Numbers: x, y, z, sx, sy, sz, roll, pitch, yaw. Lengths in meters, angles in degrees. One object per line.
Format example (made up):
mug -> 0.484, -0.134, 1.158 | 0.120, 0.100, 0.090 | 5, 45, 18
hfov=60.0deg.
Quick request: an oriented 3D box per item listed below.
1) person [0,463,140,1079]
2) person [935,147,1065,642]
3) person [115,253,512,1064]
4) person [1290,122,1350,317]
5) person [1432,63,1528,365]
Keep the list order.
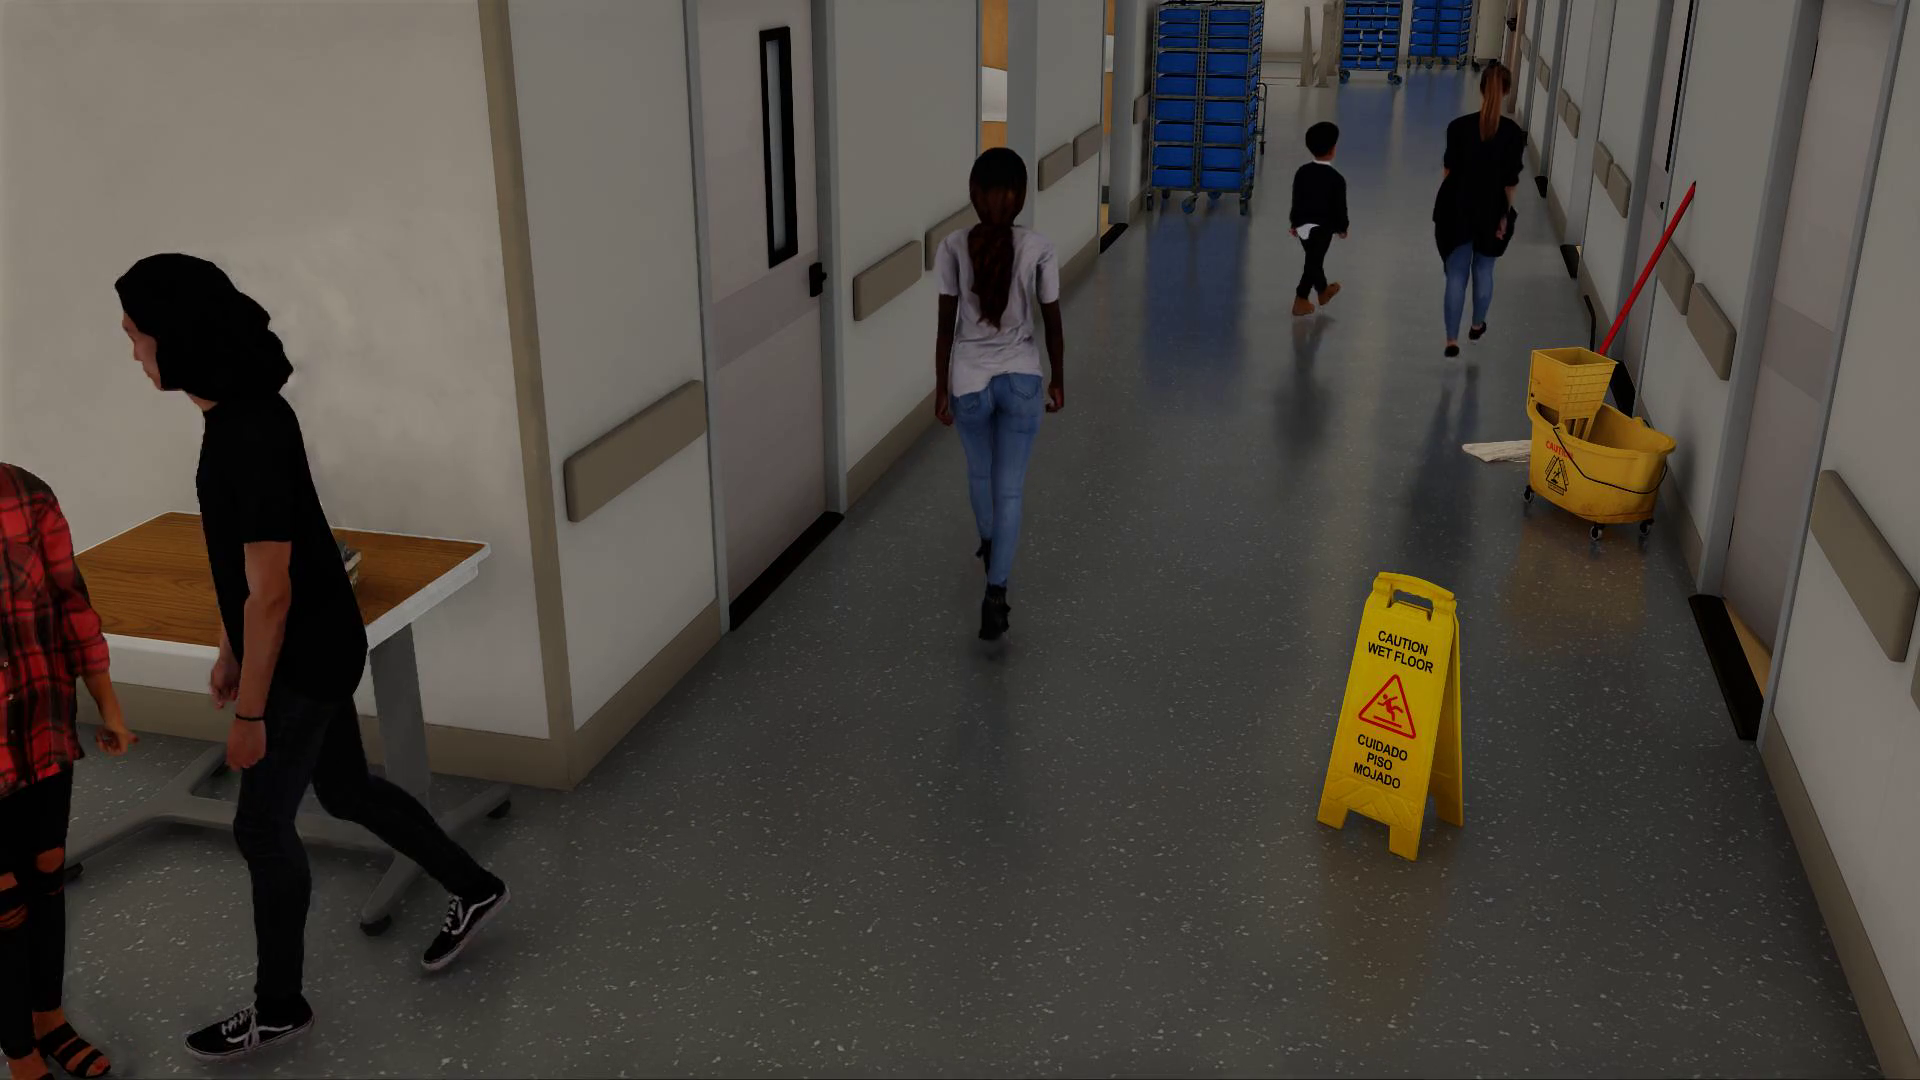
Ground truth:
person -> -2.091, 0.406, 3.494 | 0.770, 1.692, 0.695 | 11, 23, 26
person -> 0.127, -0.470, 5.836 | 0.743, 1.673, 1.180 | 2, 21, 5
person -> -1.419, 0.243, 3.772 | 1.065, 1.789, 1.046 | -12, 24, -29
person -> 2.246, -2.014, 10.587 | 0.744, 1.194, 0.893 | 19, 28, 41
person -> 2.873, -1.726, 9.374 | 0.629, 1.515, 0.641 | 8, 22, 21
